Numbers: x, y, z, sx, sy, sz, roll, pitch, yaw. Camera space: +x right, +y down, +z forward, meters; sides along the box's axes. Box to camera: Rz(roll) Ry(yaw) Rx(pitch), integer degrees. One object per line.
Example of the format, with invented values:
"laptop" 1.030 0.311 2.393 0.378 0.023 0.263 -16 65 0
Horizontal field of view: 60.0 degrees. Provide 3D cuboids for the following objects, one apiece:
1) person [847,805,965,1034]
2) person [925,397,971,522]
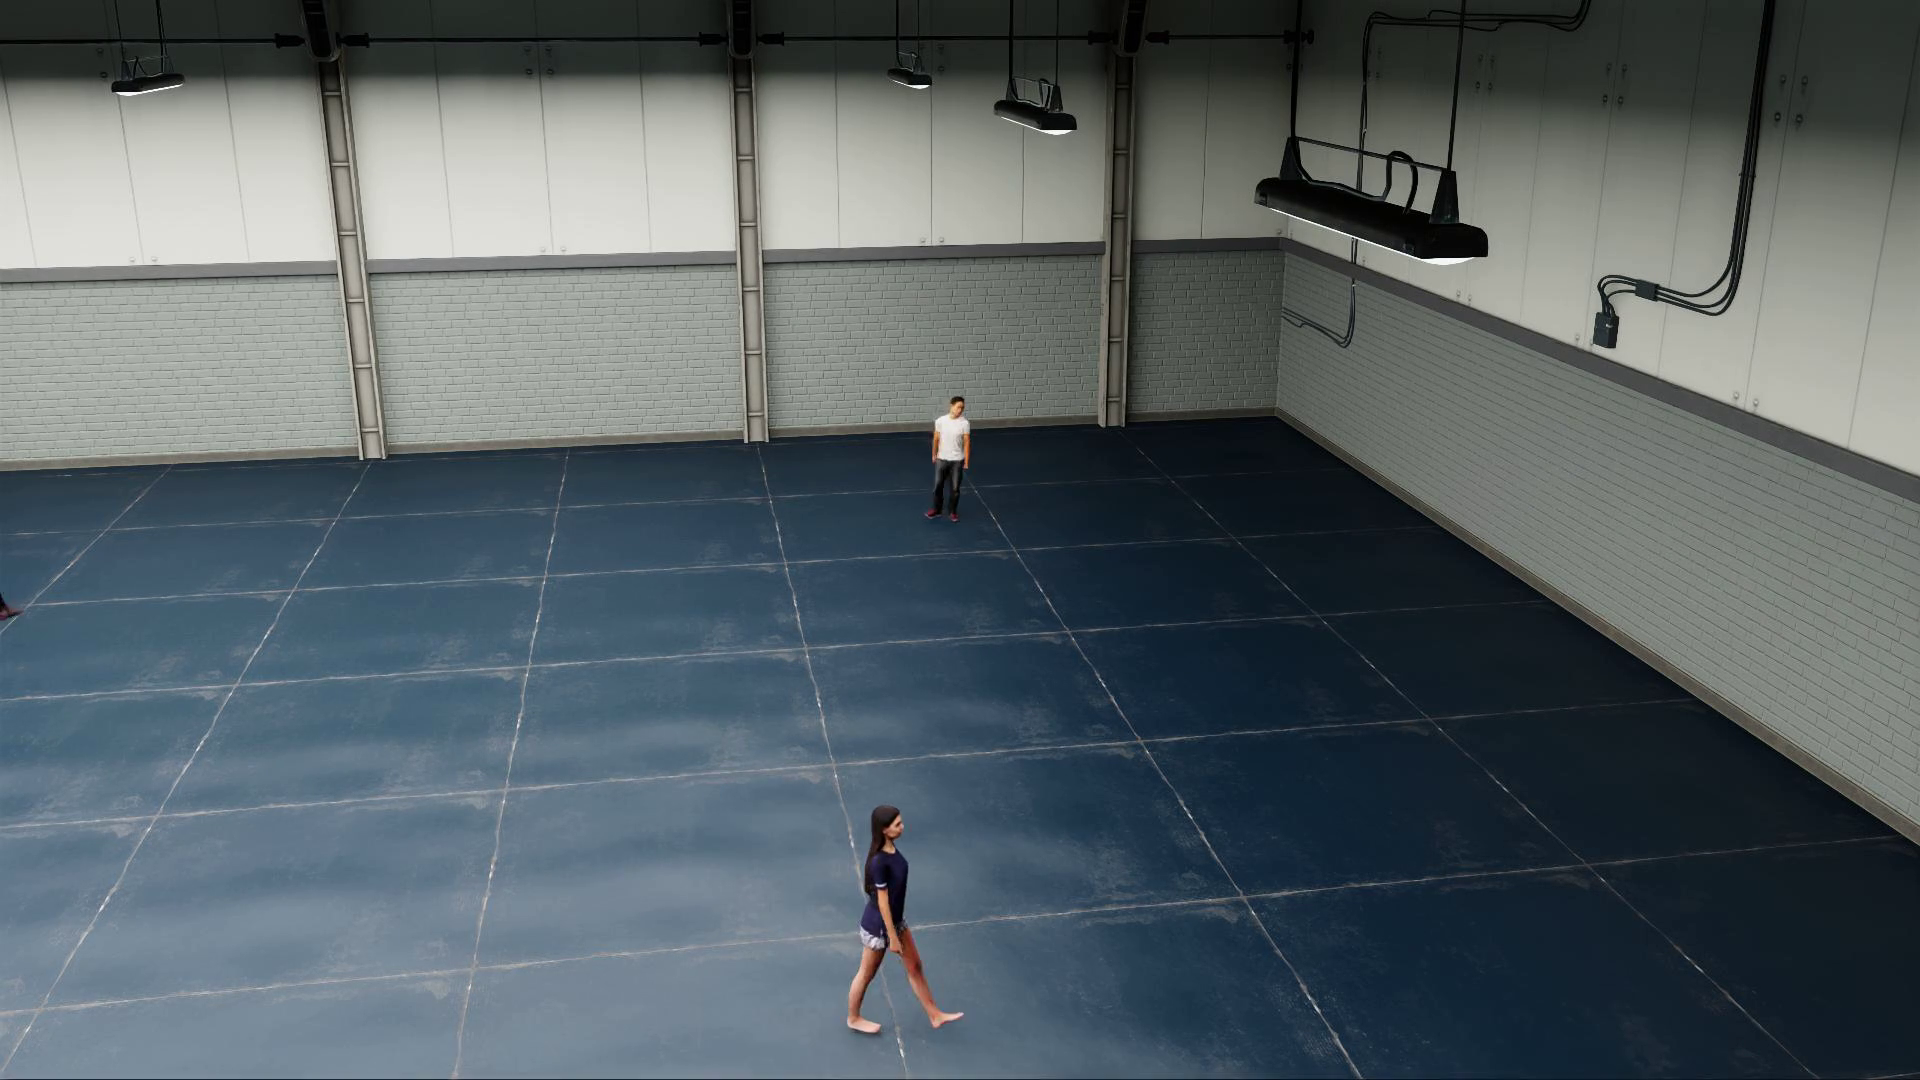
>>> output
"person" -0.609 2.624 11.346 1.125 1.730 0.859 4 18 12
"person" -0.156 -1.112 22.766 0.681 1.762 0.902 6 19 17
